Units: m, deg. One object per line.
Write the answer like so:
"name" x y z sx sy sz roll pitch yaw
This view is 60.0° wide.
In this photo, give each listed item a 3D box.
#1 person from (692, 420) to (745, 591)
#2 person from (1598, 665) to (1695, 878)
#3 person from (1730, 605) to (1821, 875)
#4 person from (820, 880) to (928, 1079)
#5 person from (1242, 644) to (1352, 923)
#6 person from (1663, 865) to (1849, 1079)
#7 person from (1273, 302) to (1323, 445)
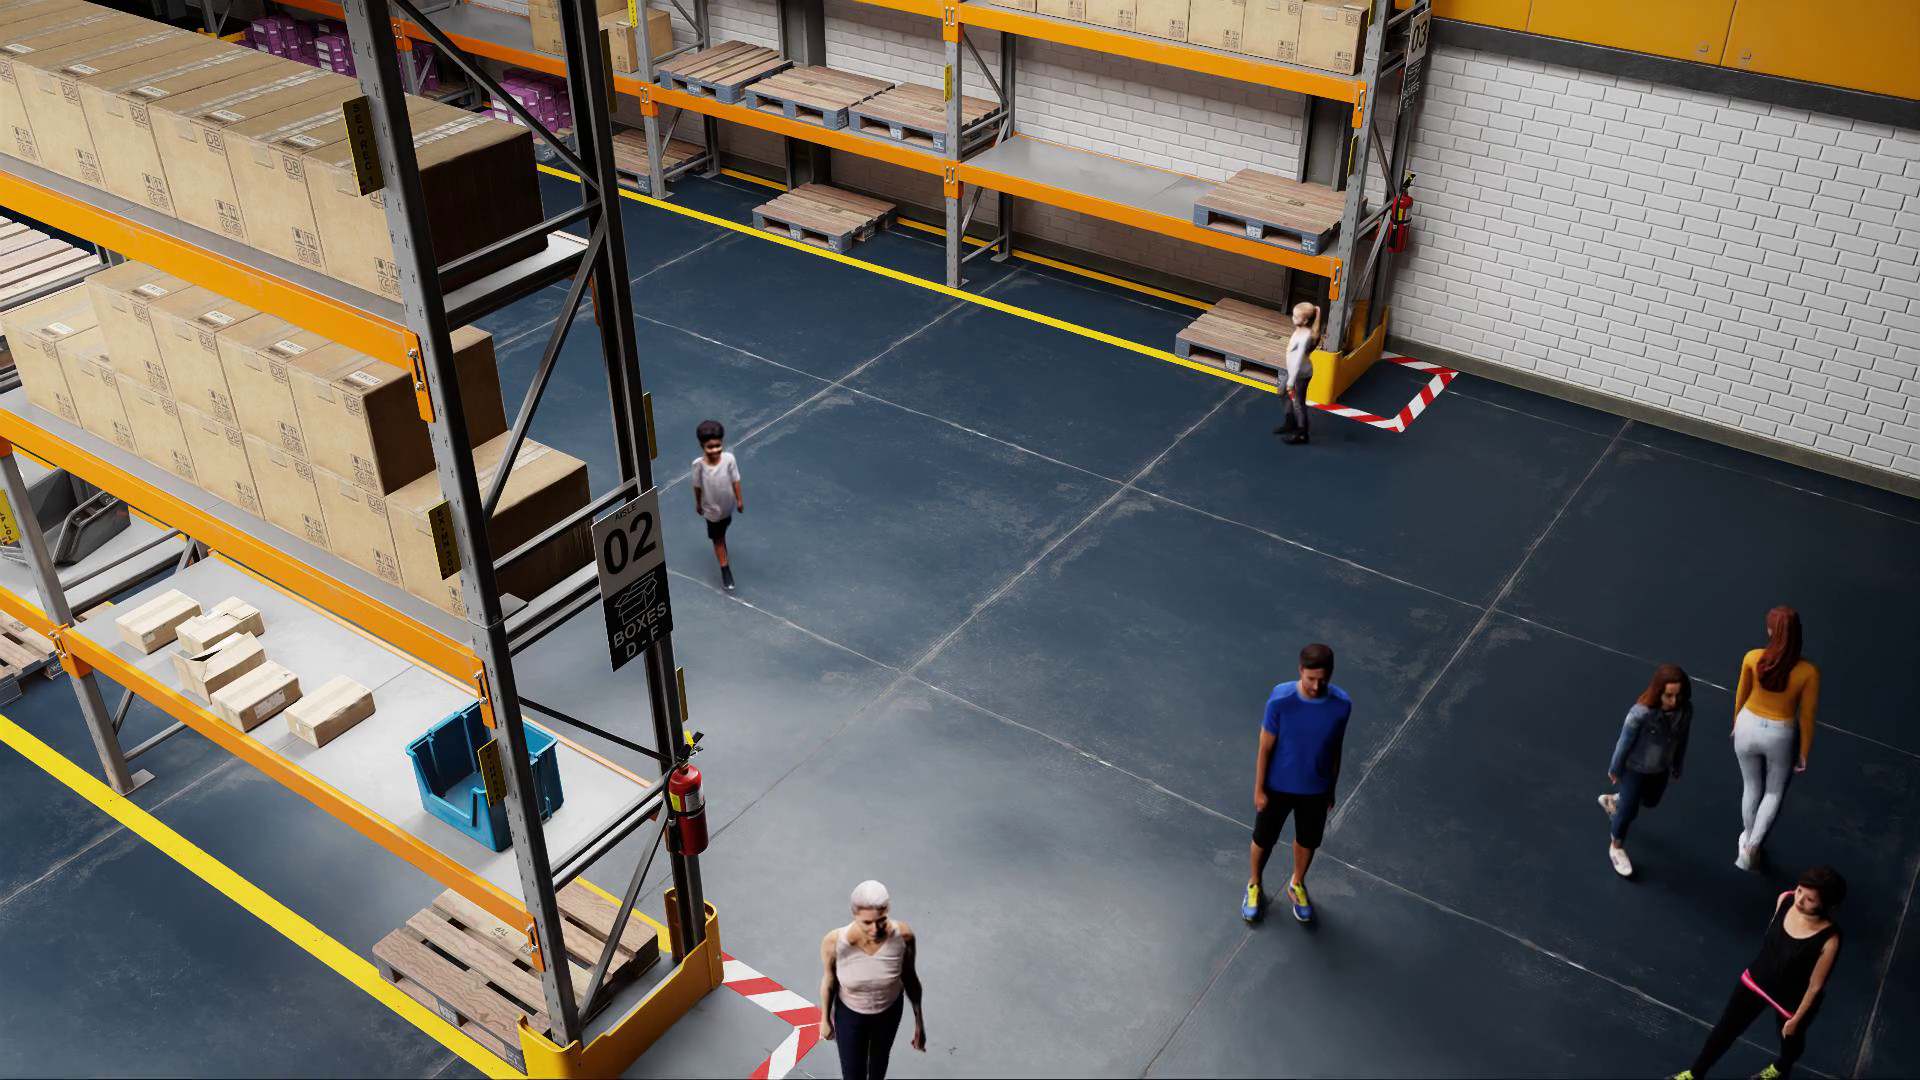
"person" -1.768 -0.327 12.098 0.812 1.238 0.944 -11 35 -16
"person" 3.899 1.245 9.528 0.798 1.465 0.872 -12 35 -17
"person" 4.510 1.182 9.390 0.712 1.723 0.691 25 41 33
"person" -0.446 2.183 7.912 0.773 1.691 0.827 -7 34 -10
"person" 1.837 1.305 9.074 0.666 1.868 0.765 2 34 3
"person" 4.083 2.156 8.105 0.940 1.523 0.979 -13 36 -18
"person" 2.846 -1.363 13.630 0.636 1.267 0.596 4 34 6
